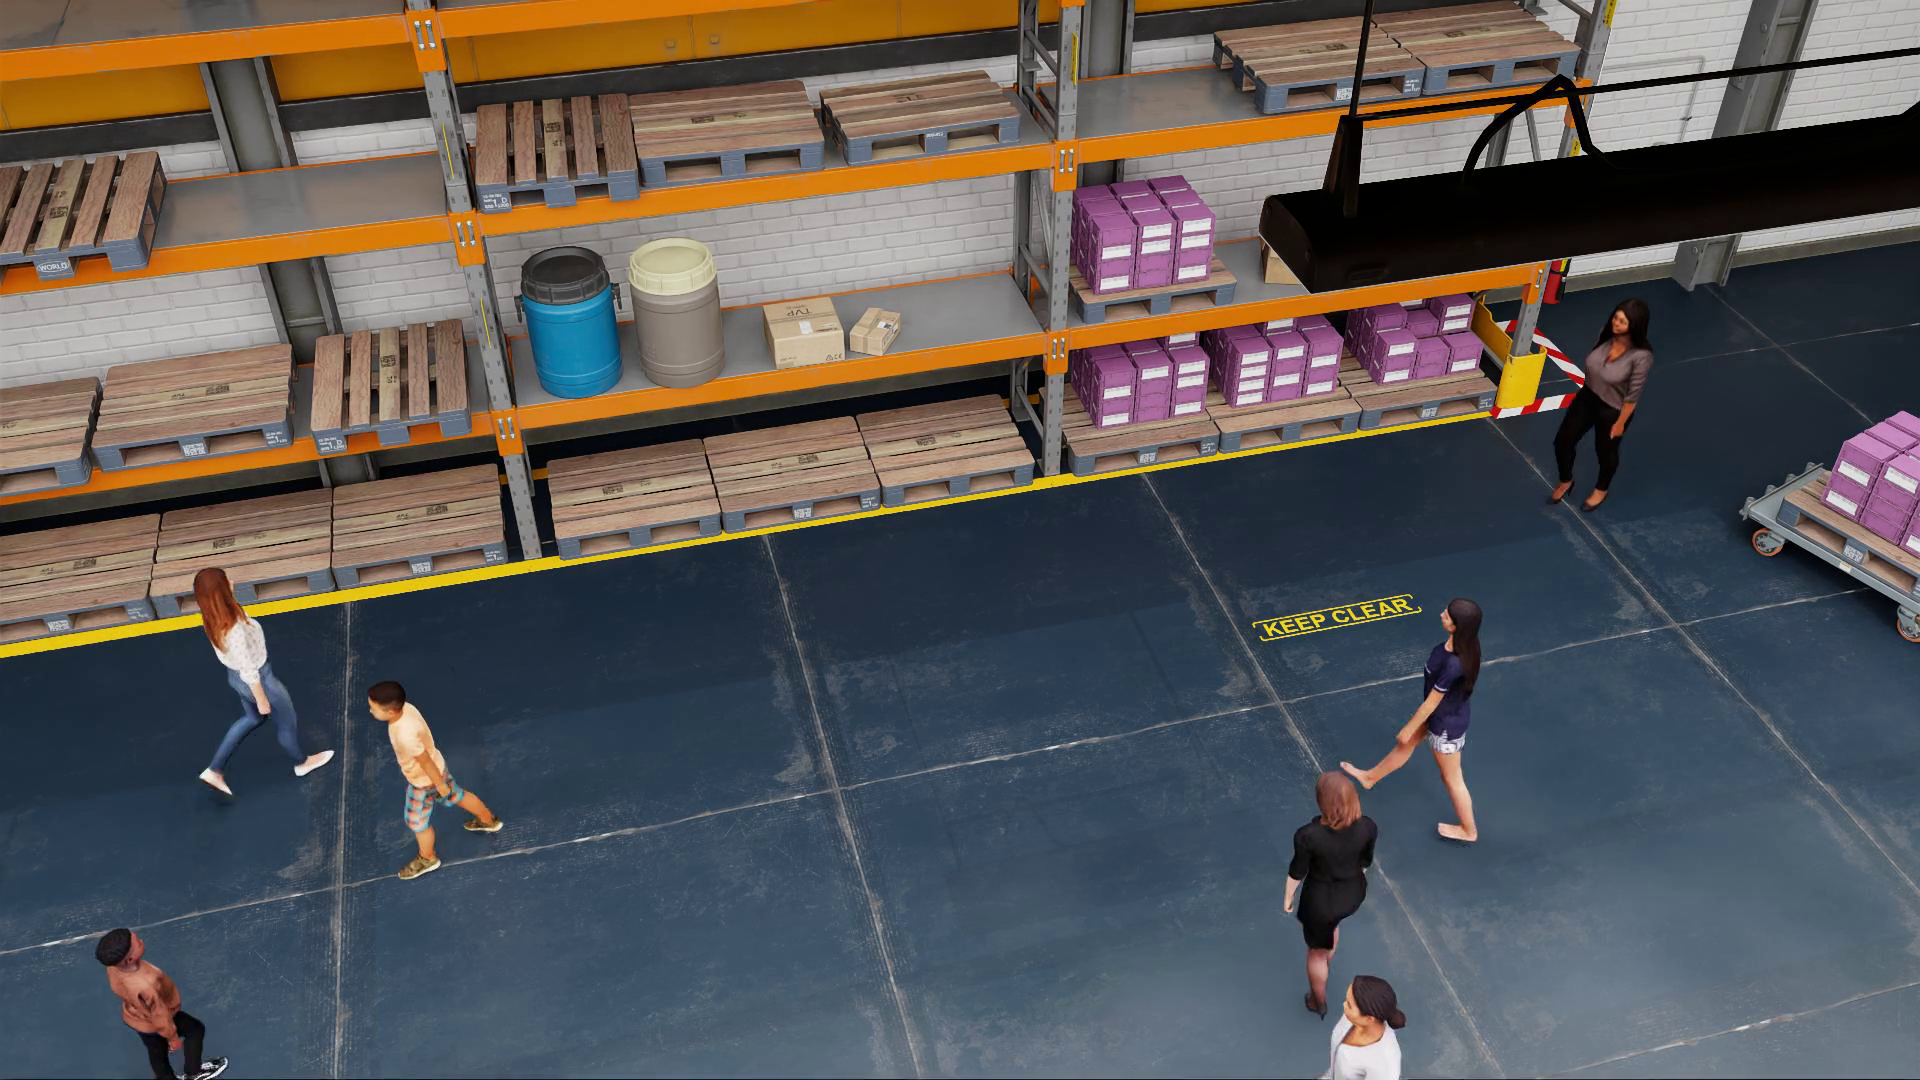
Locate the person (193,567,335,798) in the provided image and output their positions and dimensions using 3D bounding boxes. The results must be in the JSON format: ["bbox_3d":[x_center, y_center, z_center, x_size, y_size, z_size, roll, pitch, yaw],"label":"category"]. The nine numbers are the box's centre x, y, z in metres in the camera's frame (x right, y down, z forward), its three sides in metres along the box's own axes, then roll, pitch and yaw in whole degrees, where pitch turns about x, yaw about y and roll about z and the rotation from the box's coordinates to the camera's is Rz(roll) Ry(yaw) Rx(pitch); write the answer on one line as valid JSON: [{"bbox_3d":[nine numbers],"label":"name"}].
[{"bbox_3d":[-4.314,0.875,9.939,1.089,1.711,0.870,-29,47,-31],"label":"person"}]

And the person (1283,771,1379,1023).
[{"bbox_3d":[1.955,1.932,8.639,0.581,1.682,0.681,-5,39,-6],"label":"person"}]

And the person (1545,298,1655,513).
[{"bbox_3d":[4.794,-0.985,12.177,0.803,1.825,0.768,-20,43,-23],"label":"person"}]

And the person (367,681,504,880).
[{"bbox_3d":[-3.023,1.326,9.607,0.904,1.420,0.622,-15,41,-18],"label":"person"}]

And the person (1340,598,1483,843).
[{"bbox_3d":[2.894,1.100,9.655,1.157,1.713,1.096,20,43,23],"label":"person"}]

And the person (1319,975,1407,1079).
[{"bbox_3d":[1.941,2.604,7.765,0.669,1.722,0.696,-5,39,-6],"label":"person"}]

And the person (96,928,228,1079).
[{"bbox_3d":[-4.109,2.431,8.362,0.640,1.248,0.698,21,43,24],"label":"person"}]
